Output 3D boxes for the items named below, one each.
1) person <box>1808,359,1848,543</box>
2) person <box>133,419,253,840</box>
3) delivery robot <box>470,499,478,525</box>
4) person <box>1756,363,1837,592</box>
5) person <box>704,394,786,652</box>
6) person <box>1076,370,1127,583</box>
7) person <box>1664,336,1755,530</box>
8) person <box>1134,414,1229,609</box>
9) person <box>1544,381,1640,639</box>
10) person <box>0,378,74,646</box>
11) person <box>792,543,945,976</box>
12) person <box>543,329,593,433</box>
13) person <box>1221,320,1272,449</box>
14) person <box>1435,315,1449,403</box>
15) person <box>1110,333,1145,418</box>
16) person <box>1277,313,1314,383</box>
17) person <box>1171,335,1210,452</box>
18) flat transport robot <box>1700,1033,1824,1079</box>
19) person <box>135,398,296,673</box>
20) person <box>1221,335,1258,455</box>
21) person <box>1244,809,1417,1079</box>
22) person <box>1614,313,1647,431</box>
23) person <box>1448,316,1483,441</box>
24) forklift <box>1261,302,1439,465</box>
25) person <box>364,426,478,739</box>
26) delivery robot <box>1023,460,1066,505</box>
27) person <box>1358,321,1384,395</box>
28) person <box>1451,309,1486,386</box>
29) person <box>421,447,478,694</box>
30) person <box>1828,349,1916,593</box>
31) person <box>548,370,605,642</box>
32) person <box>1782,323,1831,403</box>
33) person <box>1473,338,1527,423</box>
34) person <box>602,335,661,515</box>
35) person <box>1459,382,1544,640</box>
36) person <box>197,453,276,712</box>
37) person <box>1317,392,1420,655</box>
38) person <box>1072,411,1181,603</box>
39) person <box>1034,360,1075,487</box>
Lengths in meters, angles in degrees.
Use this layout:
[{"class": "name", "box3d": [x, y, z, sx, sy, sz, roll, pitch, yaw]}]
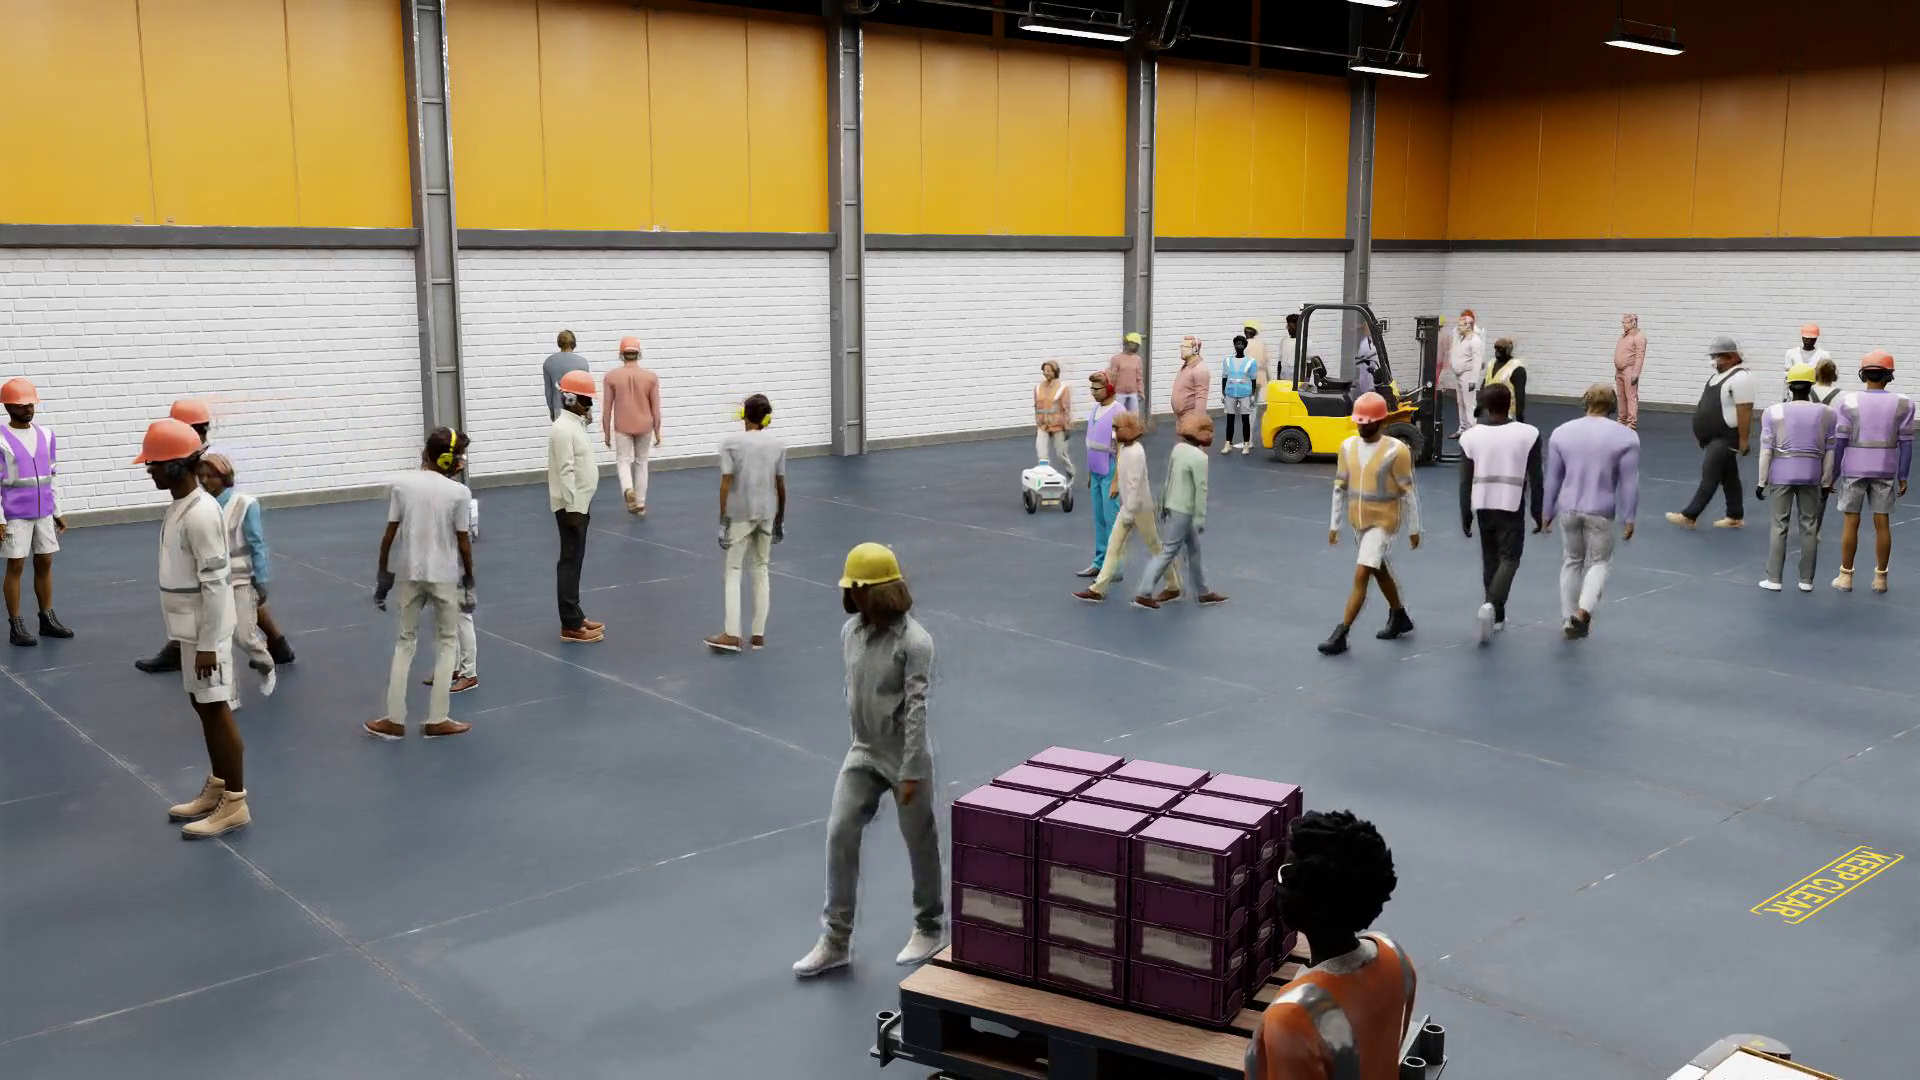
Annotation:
[{"class": "person", "box3d": [8.571, -0.890, 16.523, 0.516, 1.792, 0.977, 8, 12, 38]}, {"class": "person", "box3d": [-3.722, 0.430, 8.068, 0.393, 2.040, 0.611, -6, 11, -32]}, {"class": "delivery robot", "box3d": [-5.017, -0.257, 16.158, 0.477, 0.478, 0.707, 4, 11, 22]}, {"class": "person", "box3d": [6.996, -0.517, 13.963, 0.590, 1.920, 0.390, 2, 10, 11]}, {"class": "person", "box3d": [-1.514, -0.128, 11.951, 0.613, 1.830, 0.458, -5, 11, -27]}, {"class": "person", "box3d": [1.274, -0.549, 14.393, 0.390, 1.838, 0.564, -4, 10, -20]}, {"class": "person", "box3d": [7.712, -1.116, 17.119, 0.959, 2.000, 0.694, 1, 10, 4]}, {"class": "person", "box3d": [1.754, -0.227, 13.268, 0.832, 1.571, 0.532, -2, 10, -14]}, {"class": "person", "box3d": [4.556, -0.188, 12.071, 0.663, 1.913, 0.559, 7, 12, 34]}, {"class": "person", "box3d": [-6.777, -0.208, 12.105, 0.355, 1.939, 0.543, 5, 11, 26]}, {"class": "person", "box3d": [-0.334, 0.869, 6.460, 0.508, 1.715, 0.760, 8, 12, 38]}, {"class": "person", "box3d": [-4.697, -1.560, 20.021, 0.630, 1.940, 0.372, 3, 10, 19]}, {"class": "person", "box3d": [4.226, -2.291, 24.479, 0.802, 1.875, 0.597, -3, 10, -17]}, {"class": "person", "box3d": [8.908, -3.343, 31.059, 0.513, 1.723, 0.566, -7, 12, -35]}, {"class": "person", "box3d": [2.339, -2.055, 23.550, 0.594, 1.730, 0.354, -4, 11, -24]}, {"class": "person", "box3d": [4.987, -2.407, 24.895, 0.361, 1.964, 0.615, -9, 13, -42]}, {"class": "person", "box3d": [2.622, -1.393, 19.122, 0.407, 1.913, 0.641, -2, 10, -13]}, {"class": "flat transport robot", "box3d": [2.326, 1.852, 4.916, 1.431, 0.197, 0.652, -9, 13, -42]}, {"class": "person", "box3d": [-5.048, -0.024, 11.227, 1.021, 1.877, 0.547, -3, 10, -18]}, {"class": "person", "box3d": [3.952, -2.053, 23.604, 0.539, 1.700, 0.317, 5, 11, 25]}, {"class": "person", "box3d": [0.756, 1.384, 3.481, 0.317, 1.700, 0.539, 7, 12, 34]}, {"class": "person", "box3d": [10.687, -2.677, 26.660, 0.410, 1.906, 0.642, -1, 10, -8]}, {"class": "person", "box3d": [7.701, -2.456, 25.367, 0.401, 1.904, 0.650, -1, 10, -4]}, {"class": "forklift", "box3d": [5.320, -2.157, 22.763, 2.313, 2.155, 1.214, 3, 10, 16]}, {"class": "person", "box3d": [-3.173, 0.260, 9.724, 0.697, 1.819, 0.417, 1, 10, 6]}, {"class": "delivery robot", "box3d": [0.931, -0.647, 18.440, 0.477, 0.478, 0.707, -2, 10, -12]}, {"class": "person", "box3d": [5.981, -2.249, 24.159, 0.452, 1.894, 0.652, 1, 10, 4]}, {"class": "person", "box3d": [9.313, -3.295, 30.459, 0.617, 1.852, 0.739, 3, 10, 19]}, {"class": "person", "box3d": [-3.330, 0.170, 10.779, 0.274, 1.632, 0.507, -9, 13, -43]}, {"class": "person", "box3d": [7.618, -0.575, 13.954, 0.612, 2.039, 0.390, 3, 10, 17]}, {"class": "person", "box3d": [-2.813, -0.251, 12.212, 0.393, 1.986, 0.610, -1, 10, -7]}, {"class": "person", "box3d": [11.378, -1.954, 22.398, 0.558, 1.925, 0.425, 7, 12, 35]}, {"class": "person", "box3d": [6.893, -1.664, 21.074, 0.995, 1.799, 0.611, -3, 10, -17]}, {"class": "person", "box3d": [-3.519, -1.208, 17.879, 0.627, 1.974, 0.718, -3, 10, -16]}, {"class": "person", "box3d": [3.976, -0.217, 12.314, 0.616, 1.888, 0.837, 6, 11, 31]}, {"class": "person", "box3d": [-4.488, 0.265, 10.226, 0.532, 1.624, 0.463, 1, 10, 8]}, {"class": "person", "box3d": [2.974, -0.137, 11.914, 1.013, 1.871, 0.564, -8, 12, -38]}, {"class": "person", "box3d": [1.391, -0.256, 13.422, 0.904, 1.573, 0.509, -2, 10, -10]}, {"class": "person", "box3d": [1.128, -1.331, 19.652, 0.512, 1.615, 0.707, 6, 11, 31]}]
